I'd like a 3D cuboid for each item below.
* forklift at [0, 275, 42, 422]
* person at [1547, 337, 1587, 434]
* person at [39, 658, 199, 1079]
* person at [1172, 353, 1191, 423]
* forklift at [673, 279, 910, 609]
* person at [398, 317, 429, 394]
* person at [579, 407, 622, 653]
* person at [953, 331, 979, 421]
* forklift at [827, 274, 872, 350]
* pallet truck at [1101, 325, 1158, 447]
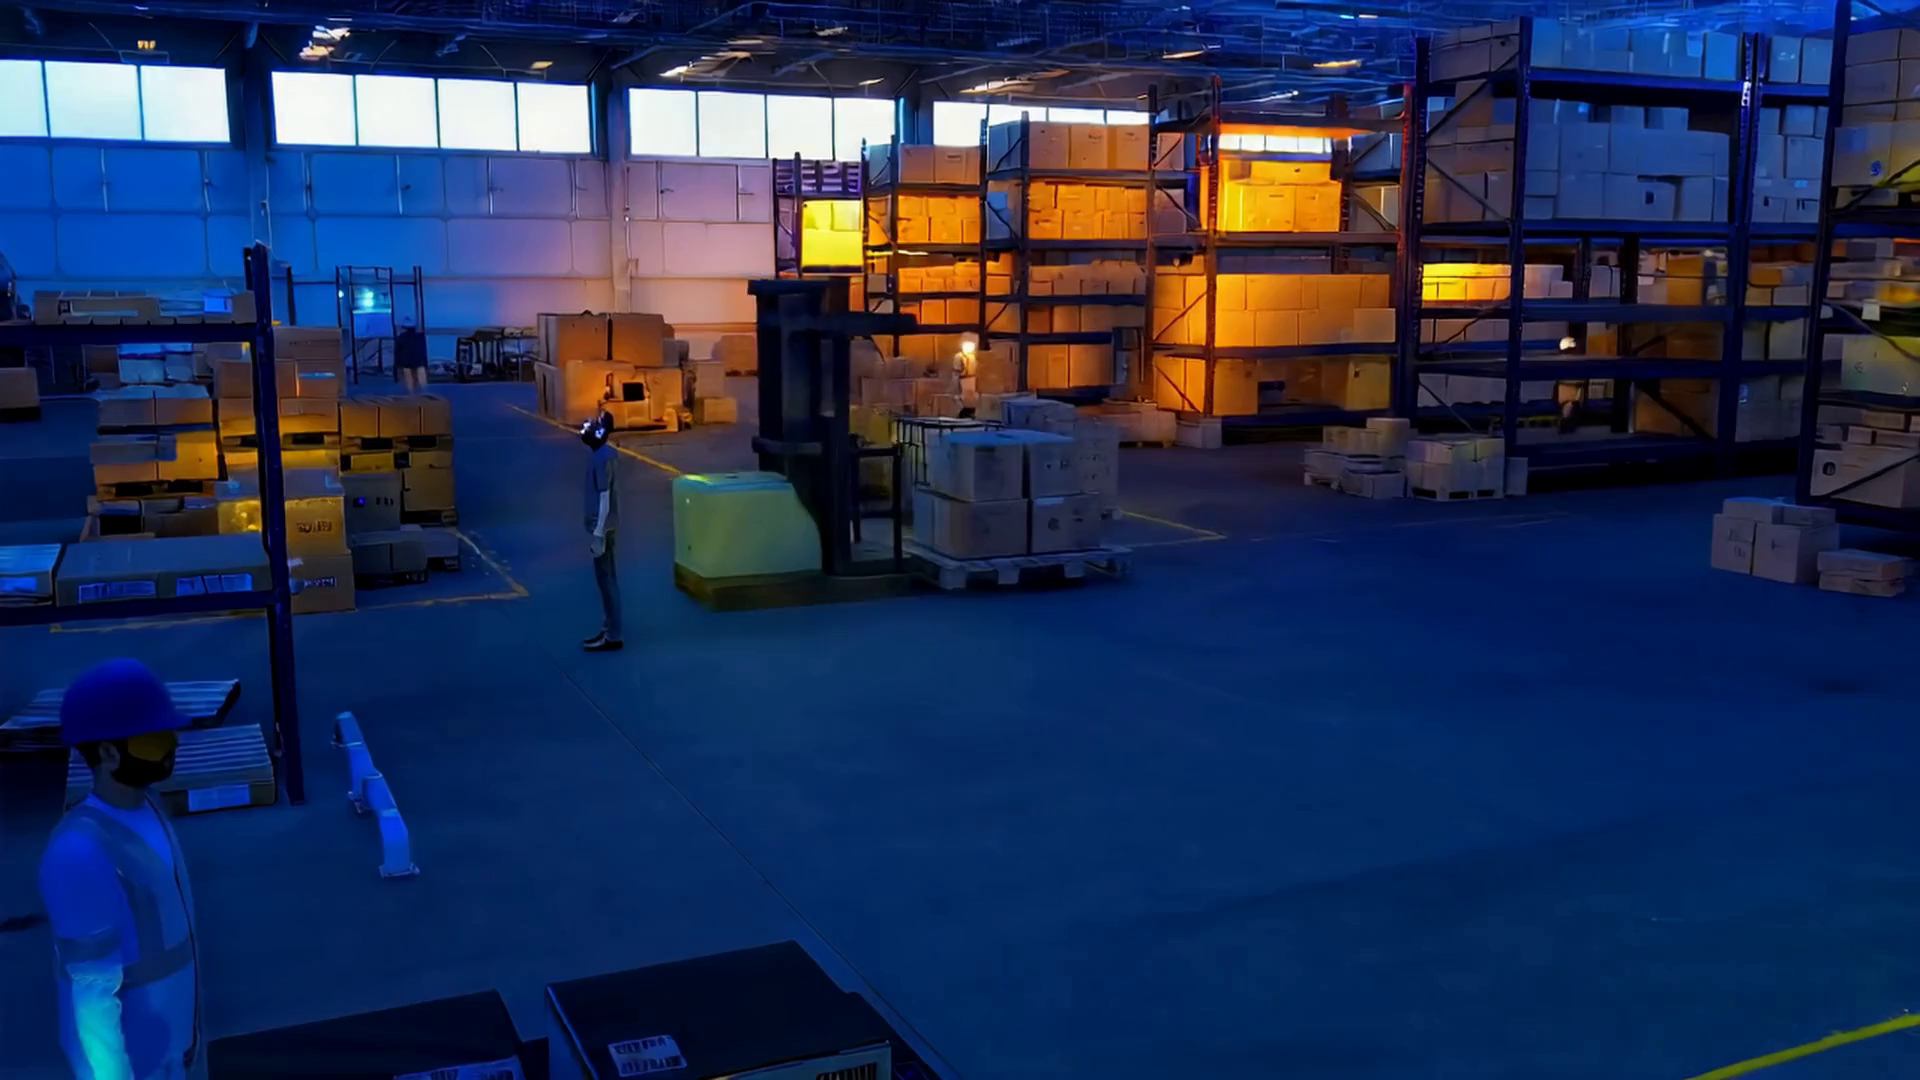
[{"bbox_3d":[-18.661,-3.656,31.771,1.873,2.768,1.129,6,11,32],"label":"forklift"},{"bbox_3d":[9.461,-2.207,25.880,1.011,1.886,0.566,-5,10,-28],"label":"person"},{"bbox_3d":[-2.069,1.253,4.219,0.354,1.942,0.545,-2,9,-12],"label":"person"},{"bbox_3d":[4.267,-3.163,31.946,0.429,1.839,0.621,7,12,38],"label":"person"},{"bbox_3d":[-1.528,-0.904,14.696,1.873,2.768,1.129,-4,10,-25],"label":"forklift"},{"bbox_3d":[-11.164,-3.566,33.992,0.435,1.980,0.659,9,13,44],"label":"person"},{"bbox_3d":[-2.747,-0.076,12.668,0.324,1.876,0.526,-1,9,-8],"label":"person"},{"bbox_3d":[0.115,-2.496,27.528,0.452,1.934,0.561,6,11,31],"label":"person"},{"bbox_3d":[-3.095,-5.474,43.047,1.873,2.768,1.129,-4,10,-25],"label":"forklift"},{"bbox_3d":[2.881,-2.596,27.923,0.823,1.965,1.885,-1,9,-7],"label":"pallet truck"}]
